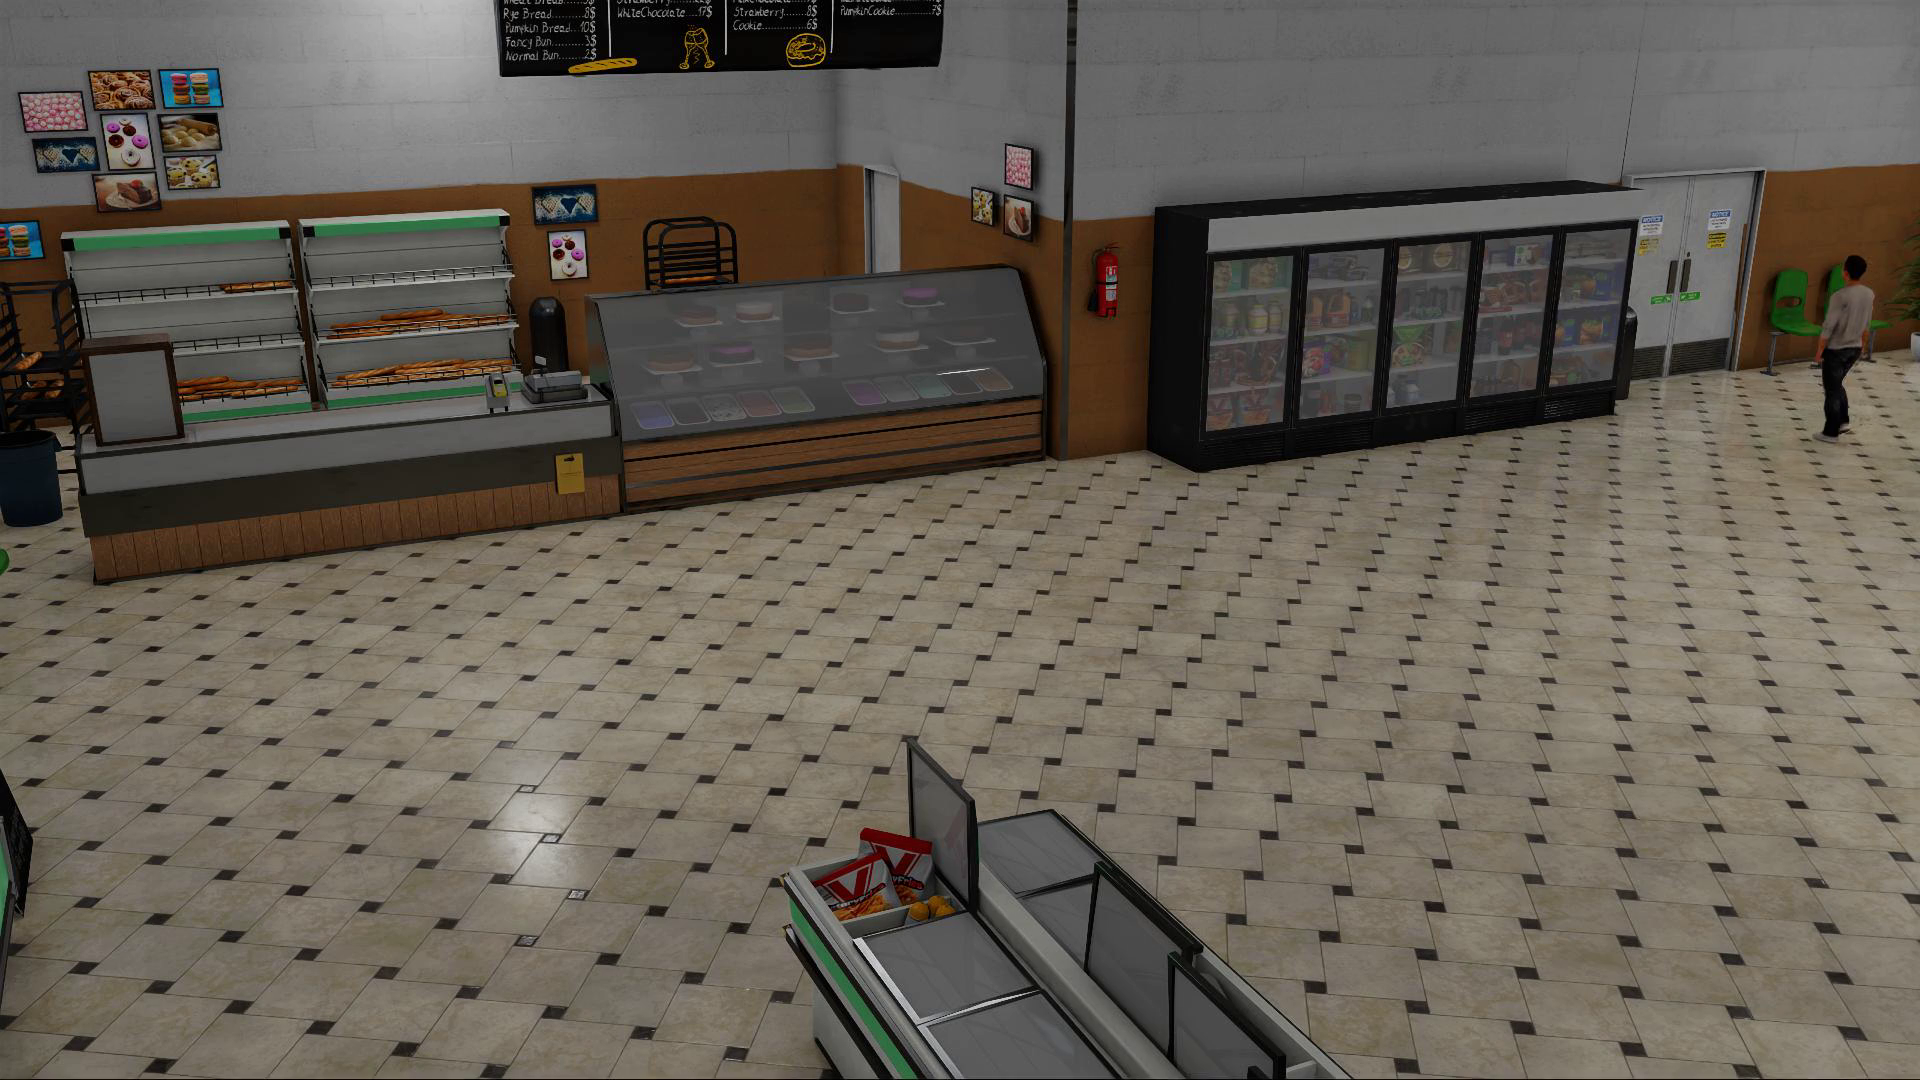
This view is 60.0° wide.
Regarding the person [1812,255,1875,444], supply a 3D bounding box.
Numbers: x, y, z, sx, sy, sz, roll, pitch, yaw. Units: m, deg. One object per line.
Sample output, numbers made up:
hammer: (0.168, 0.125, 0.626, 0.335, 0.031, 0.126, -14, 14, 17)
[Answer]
person: (8.502, -1.797, 15.881, 0.685, 1.805, 0.639, -7, 20, -19)
